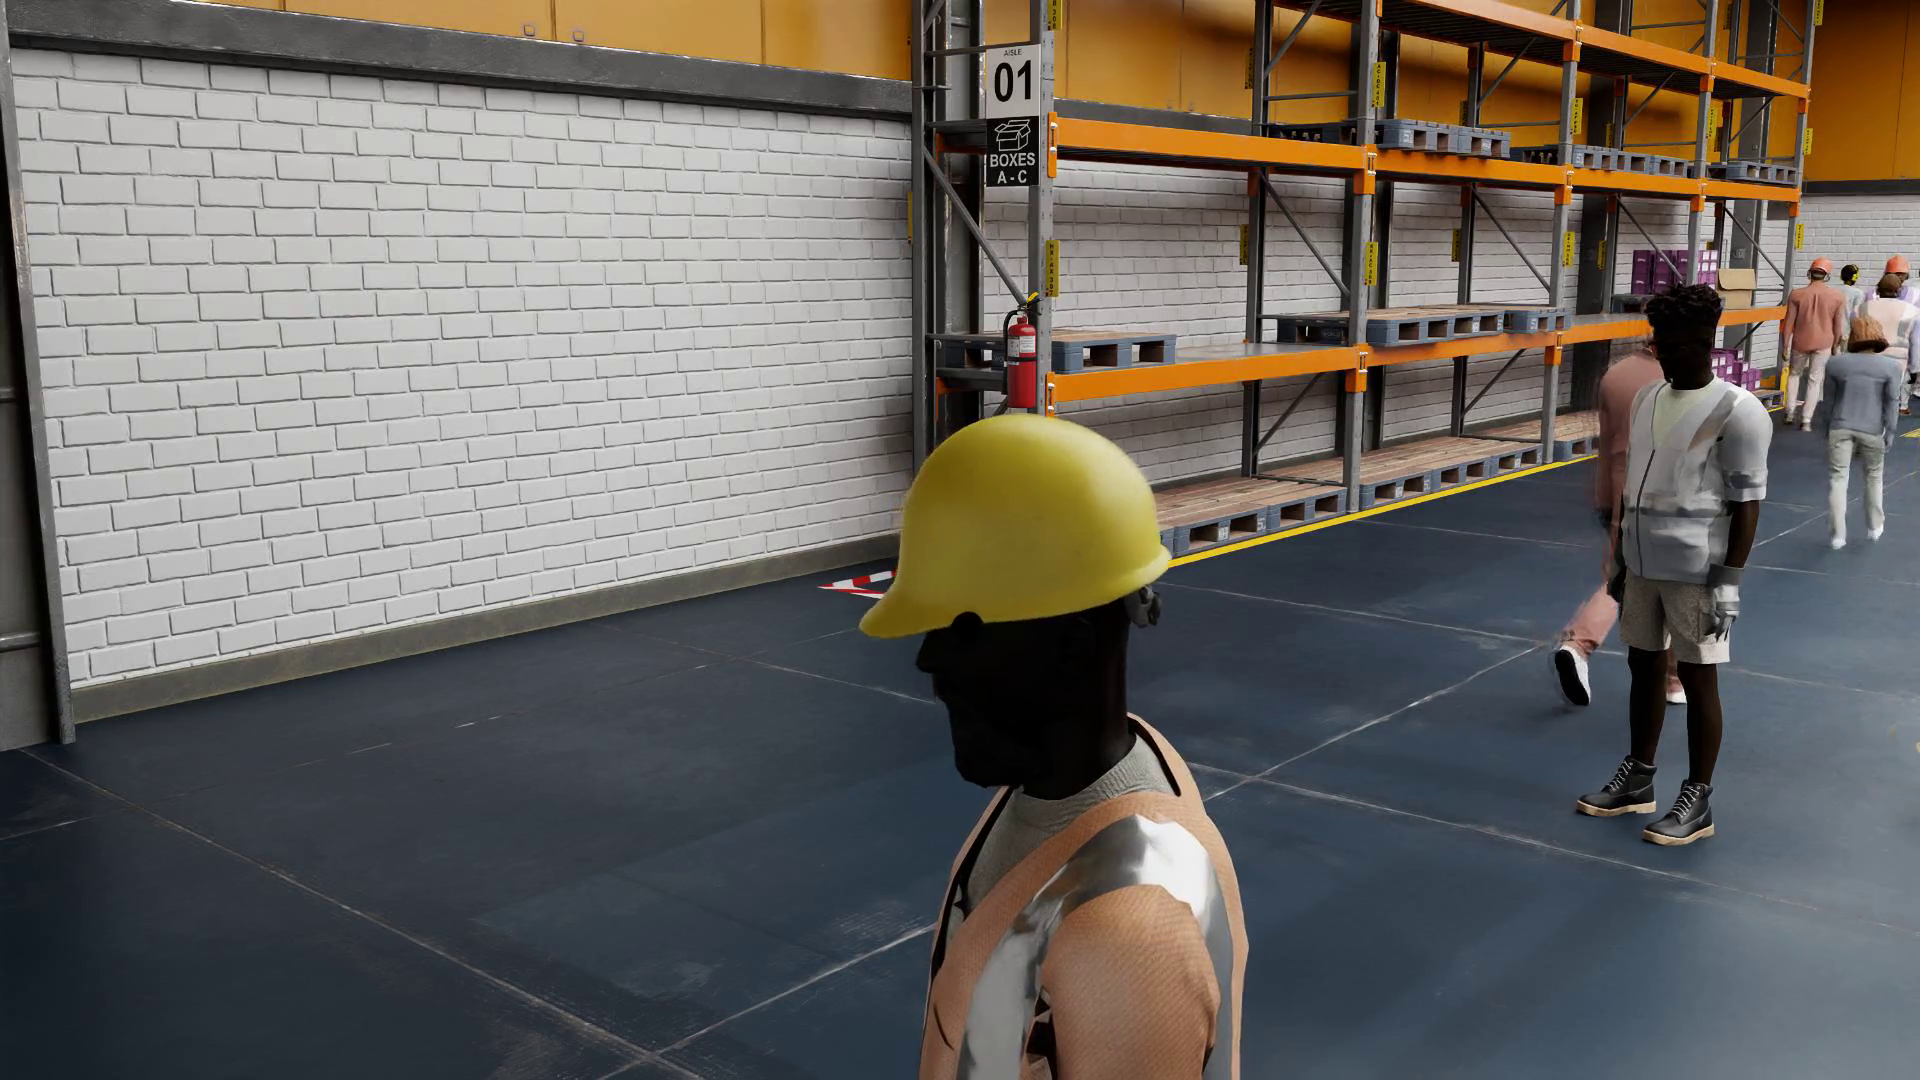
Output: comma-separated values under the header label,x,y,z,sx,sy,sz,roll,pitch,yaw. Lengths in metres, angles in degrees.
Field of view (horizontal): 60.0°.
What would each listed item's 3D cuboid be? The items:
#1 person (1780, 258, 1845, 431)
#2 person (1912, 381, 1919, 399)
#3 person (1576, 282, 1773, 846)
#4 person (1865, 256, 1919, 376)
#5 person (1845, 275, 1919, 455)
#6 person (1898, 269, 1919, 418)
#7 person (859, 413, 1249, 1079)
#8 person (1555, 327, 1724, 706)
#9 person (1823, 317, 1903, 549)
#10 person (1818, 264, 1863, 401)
label,x,y,z,sx,sy,sz,roll,pitch,yaw
person,9.727,-2.232,19.020,0.618,1.958,0.614,4,11,24
person,13.495,-2.806,22.619,0.982,1.856,0.665,1,10,7
person,2.508,0.082,5.843,0.377,1.959,0.604,-4,11,-20
person,10.568,-2.224,18.891,0.612,2.001,1.037,2,10,10
person,9.116,-1.702,16.428,0.647,1.803,0.876,6,12,31
person,11.801,-2.464,20.401,0.355,1.938,0.636,-8,13,-38
person,0.091,0.828,1.702,0.371,1.923,0.586,-1,10,-3
person,3.082,-0.155,7.439,0.811,1.883,0.651,-6,11,-30
person,6.307,-0.756,11.663,0.493,1.596,0.799,7,12,34
person,11.912,-2.783,22.458,0.347,1.859,0.509,-4,11,-24
